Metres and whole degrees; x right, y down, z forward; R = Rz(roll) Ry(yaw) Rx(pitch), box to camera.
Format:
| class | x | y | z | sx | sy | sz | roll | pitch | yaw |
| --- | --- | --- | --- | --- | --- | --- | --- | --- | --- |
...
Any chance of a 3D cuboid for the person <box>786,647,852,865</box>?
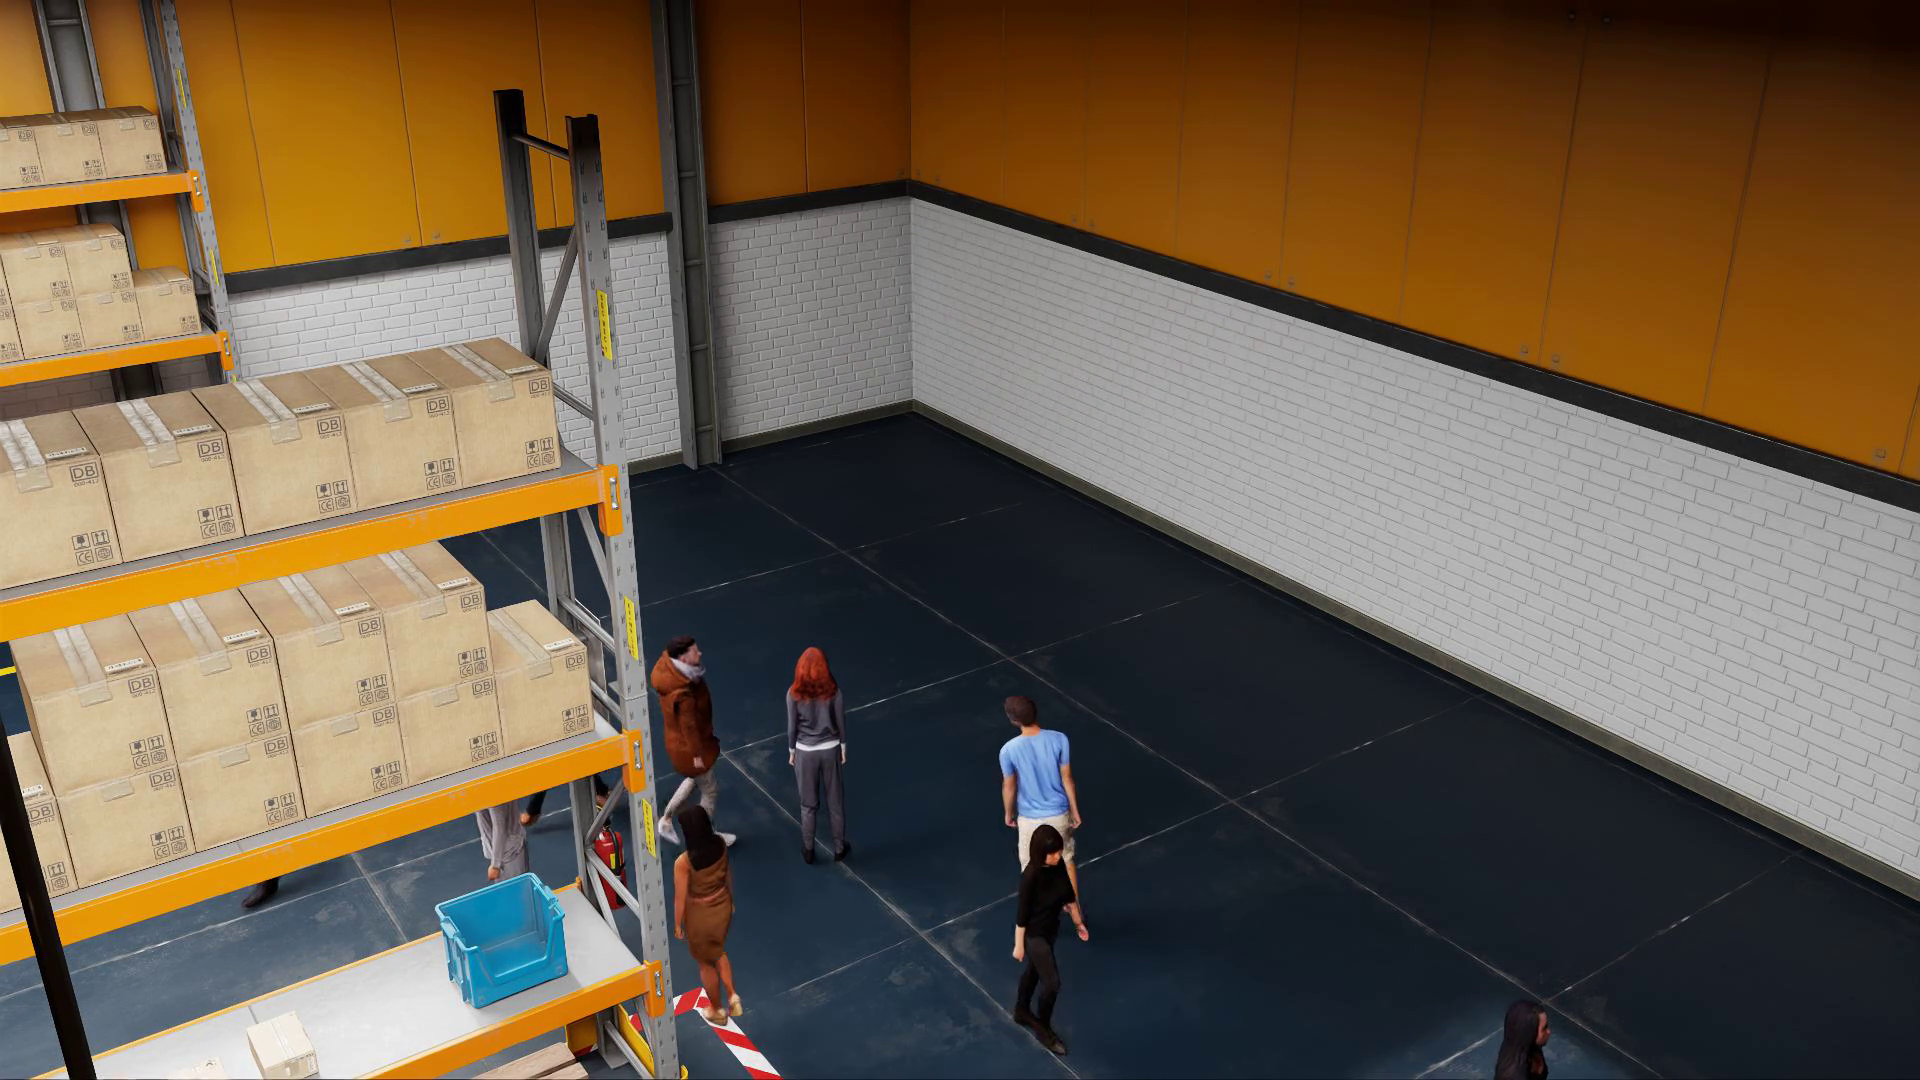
| class | x | y | z | sx | sy | sz | roll | pitch | yaw |
| --- | --- | --- | --- | --- | --- | --- | --- | --- | --- |
| person | -1.048 | 1.587 | 12.263 | 0.609 | 1.779 | 0.715 | -1 | 24 | -2 |

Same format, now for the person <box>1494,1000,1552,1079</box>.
| class | x | y | z | sx | sy | sz | roll | pitch | yaw |
| --- | --- | --- | --- | --- | --- | --- | --- | --- | --- |
| person | 2.826 | 3.144 | 8.790 | 0.791 | 1.707 | 0.694 | 11 | 26 | 23 |

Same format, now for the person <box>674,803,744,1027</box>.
| class | x | y | z | sx | sy | sz | roll | pitch | yaw |
| --- | --- | --- | --- | --- | --- | --- | --- | --- | --- |
| person | -1.537 | 2.414 | 10.497 | 0.752 | 1.678 | 0.686 | 17 | 29 | 34 |

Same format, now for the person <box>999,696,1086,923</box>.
| class | x | y | z | sx | sy | sz | roll | pitch | yaw |
| --- | --- | --- | --- | --- | --- | --- | --- | --- | --- |
| person | 0.600 | 1.919 | 11.451 | 0.751 | 1.819 | 0.919 | 2 | 24 | 4 |

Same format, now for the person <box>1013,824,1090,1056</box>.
| class | x | y | z | sx | sy | sz | roll | pitch | yaw |
| --- | --- | --- | --- | --- | --- | --- | --- | --- | --- |
| person | 0.430 | 2.446 | 10.492 | 0.797 | 1.622 | 0.749 | 13 | 27 | 27 |

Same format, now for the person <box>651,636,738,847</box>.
| class | x | y | z | sx | sy | sz | roll | pitch | yaw |
| --- | --- | --- | --- | --- | --- | --- | --- | --- | --- |
| person | -2.068 | 1.534 | 12.329 | 0.875 | 1.823 | 0.762 | -13 | 27 | -27 |
